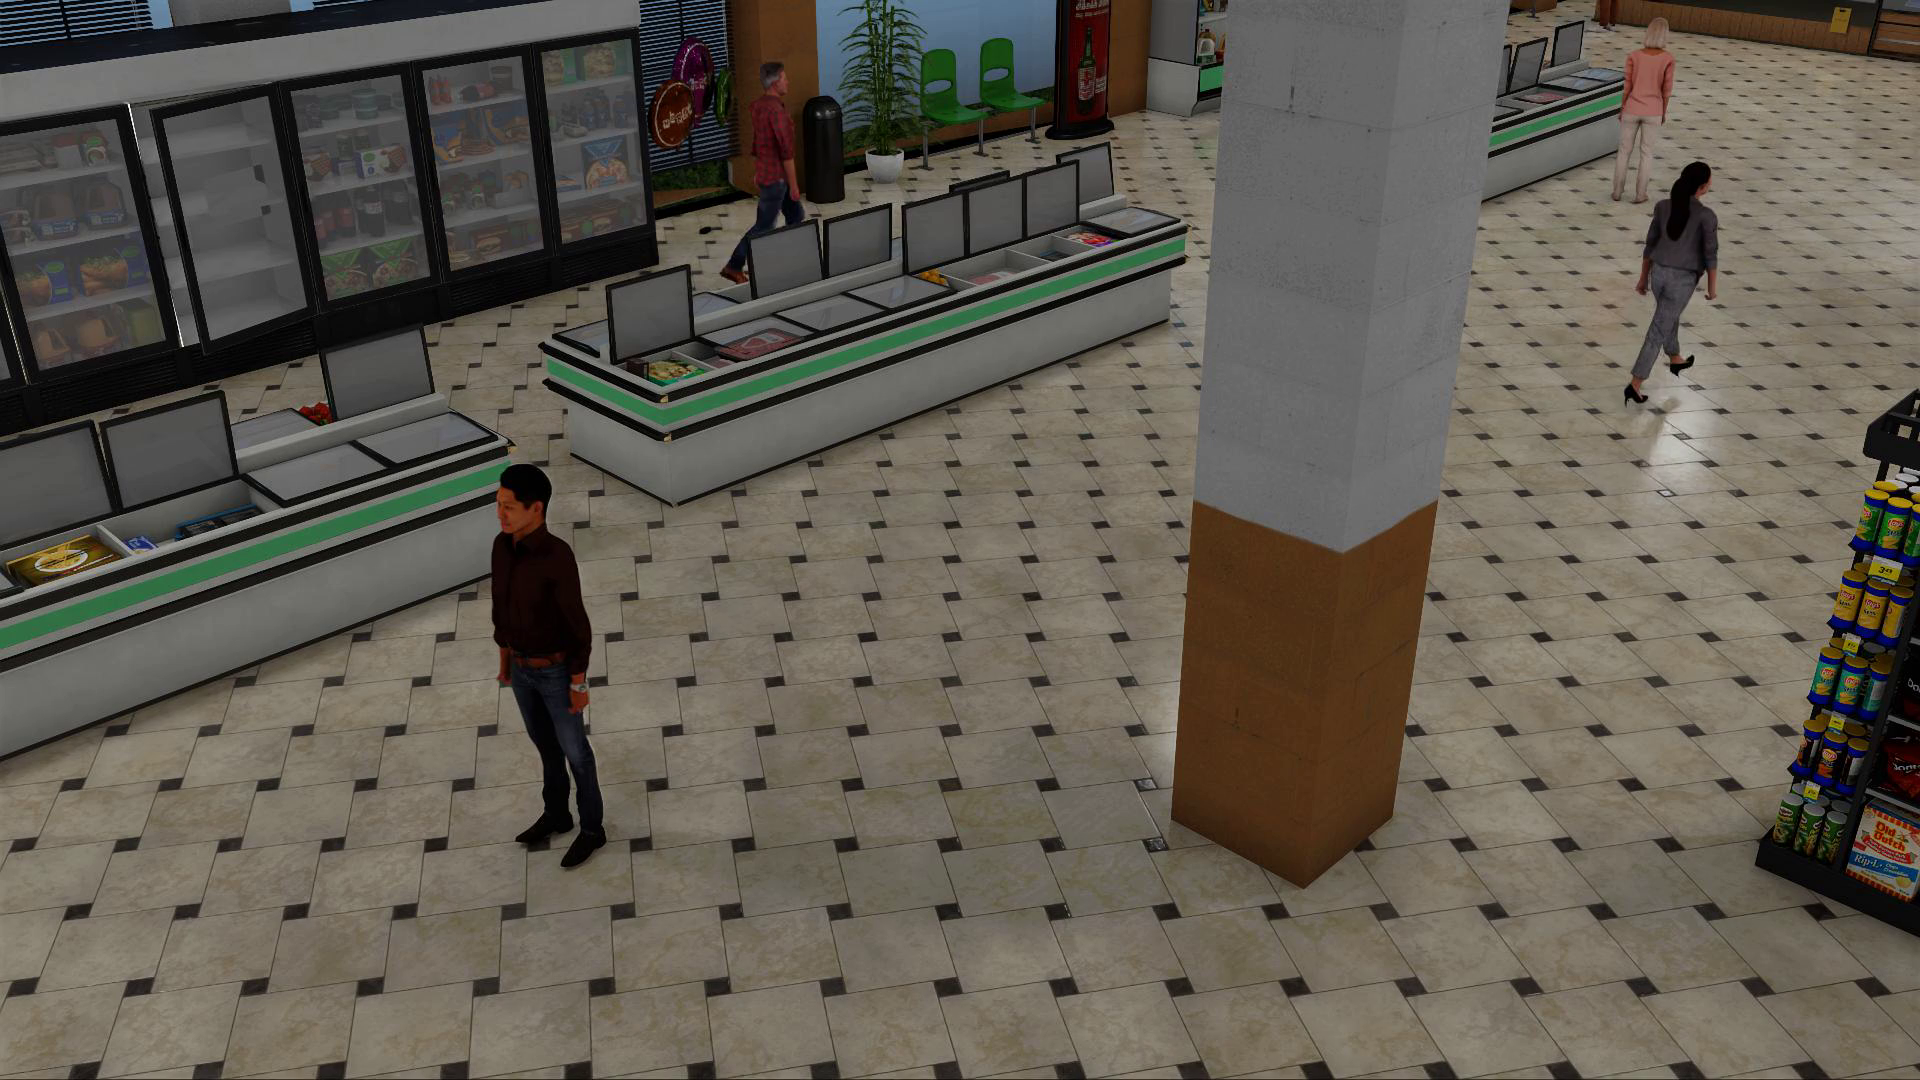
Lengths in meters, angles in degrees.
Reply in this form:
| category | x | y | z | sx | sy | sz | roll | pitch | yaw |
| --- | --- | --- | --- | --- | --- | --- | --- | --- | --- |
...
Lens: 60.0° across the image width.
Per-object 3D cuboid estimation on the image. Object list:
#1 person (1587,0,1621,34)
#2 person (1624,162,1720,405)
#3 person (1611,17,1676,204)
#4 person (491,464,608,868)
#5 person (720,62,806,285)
| category | x | y | z | sx | sy | sz | roll | pitch | yaw |
| --- | --- | --- | --- | --- | --- | --- | --- | --- | --- |
| person | 9.471 | -8.319 | 24.115 | 0.526 | 1.825 | 0.771 | -20 | 33 | -34 |
| person | 4.758 | -1.682 | 11.245 | 1.154 | 1.629 | 0.793 | -16 | 31 | -28 |
| person | 6.546 | -4.123 | 15.952 | 0.669 | 1.724 | 0.639 | 12 | 29 | 22 |
| person | -1.676 | 0.507 | 6.760 | 0.684 | 1.781 | 0.570 | 18 | 32 | 32 |
| person | -1.596 | -2.918 | 13.503 | 1.310 | 1.790 | 1.024 | -10 | 29 | -19 |
